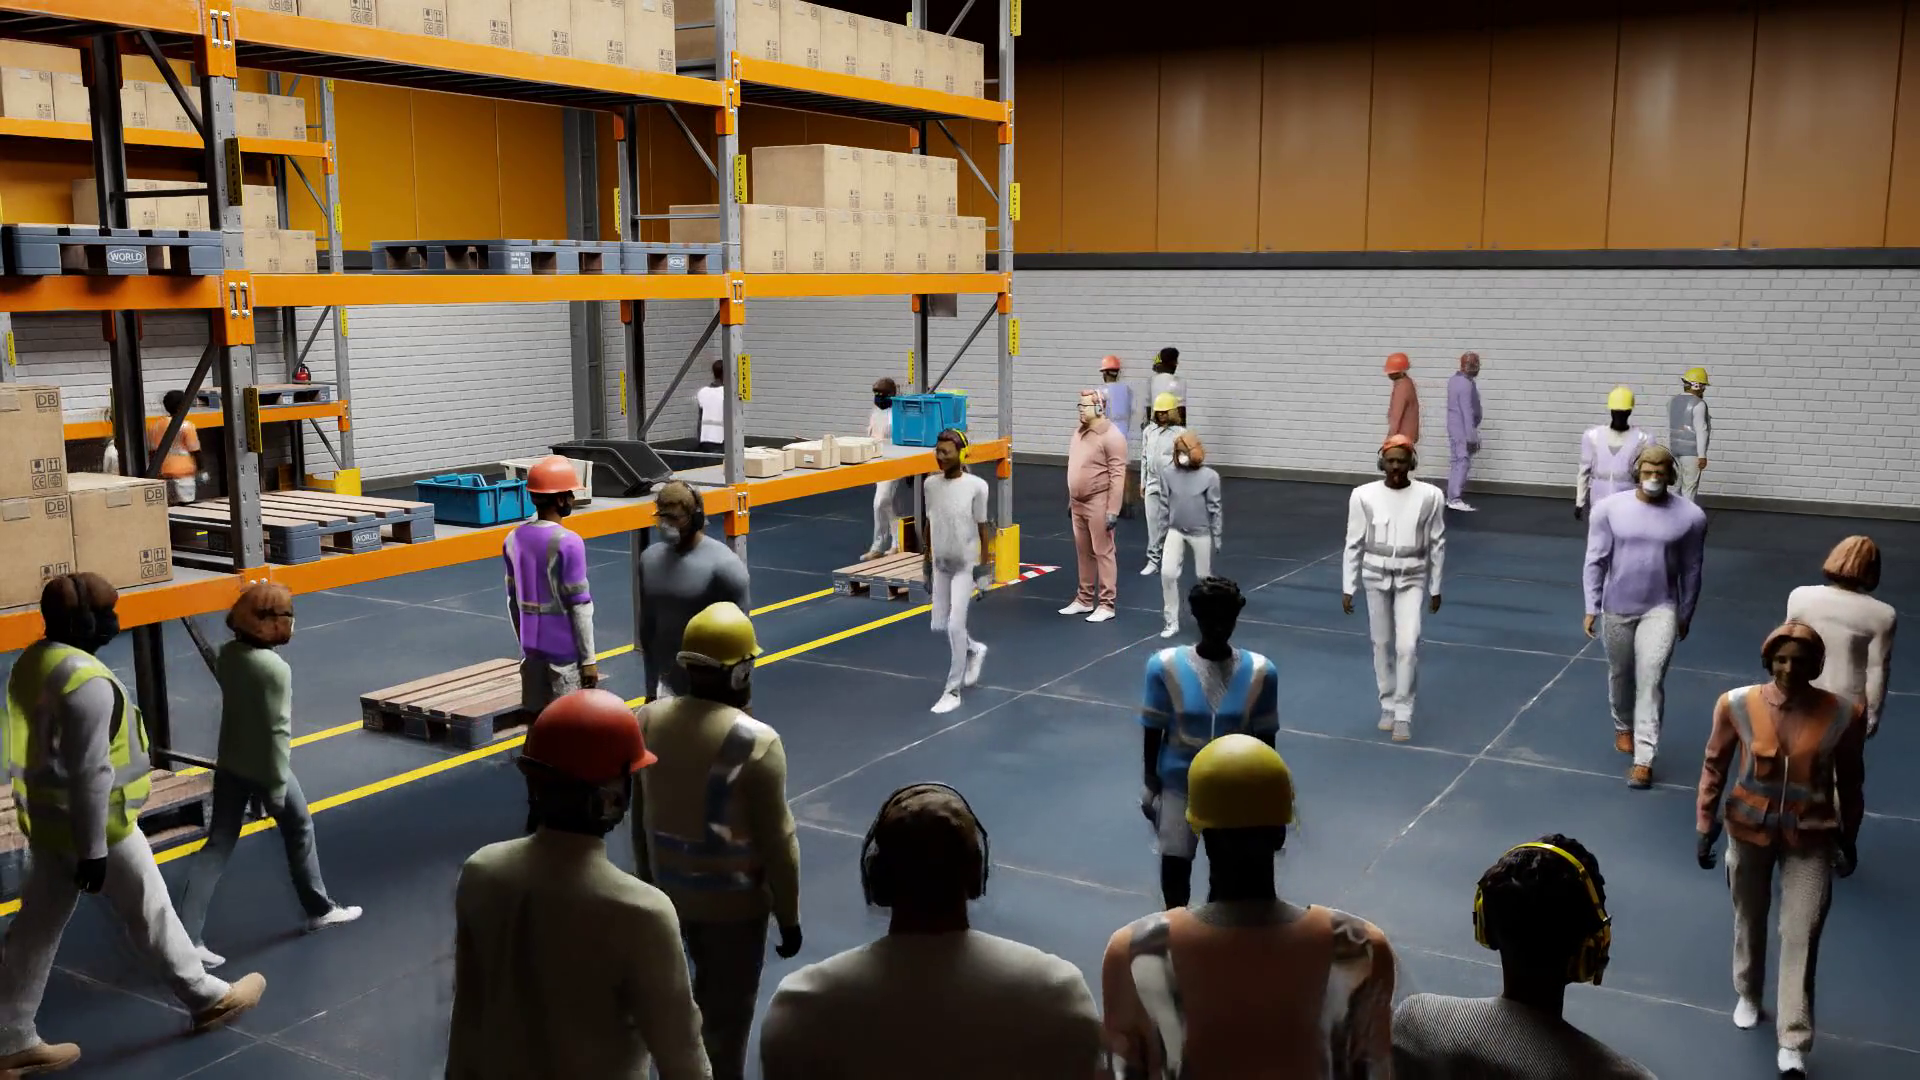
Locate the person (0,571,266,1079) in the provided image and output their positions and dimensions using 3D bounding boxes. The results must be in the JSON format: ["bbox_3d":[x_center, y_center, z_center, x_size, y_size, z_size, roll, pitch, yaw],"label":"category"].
[{"bbox_3d":[-3.086,0.996,5.983,0.651,1.789,0.947,8,12,41],"label":"person"}]

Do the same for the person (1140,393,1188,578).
[{"bbox_3d":[1.900,-0.510,15.566,0.484,1.737,0.319,7,11,36],"label":"person"}]

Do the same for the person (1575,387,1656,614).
[{"bbox_3d":[5.567,-0.361,14.119,0.594,1.902,0.861,6,11,34],"label":"person"}]

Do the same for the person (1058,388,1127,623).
[{"bbox_3d":[1.074,-0.286,13.622,0.403,1.911,0.637,-5,10,-29],"label":"person"}]

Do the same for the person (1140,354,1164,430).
[{"bbox_3d":[2.703,-1.624,22.431,0.546,1.765,0.363,3,10,18],"label":"person"}]

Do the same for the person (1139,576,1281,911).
[{"bbox_3d":[0.970,0.965,6.471,0.550,1.686,0.369,0,9,2],"label":"person"}]

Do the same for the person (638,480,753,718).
[{"bbox_3d":[-1.237,0.685,7.530,0.664,1.925,0.497,7,12,38],"label":"person"}]

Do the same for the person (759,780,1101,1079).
[{"bbox_3d":[-0.037,1.413,3.007,0.648,1.915,0.718,-2,9,-10],"label":"person"}]

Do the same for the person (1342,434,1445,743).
[{"bbox_3d":[2.624,0.298,10.130,0.597,1.853,0.779,3,10,18],"label":"person"}]

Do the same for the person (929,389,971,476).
[{"bbox_3d":[-0.158,-0.642,16.414,0.874,1.719,0.531,5,10,26],"label":"person"}]

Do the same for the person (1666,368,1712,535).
[{"bbox_3d":[7.940,-0.962,18.107,0.403,1.823,0.586,-2,9,-13],"label":"person"}]

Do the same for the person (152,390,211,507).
[{"bbox_3d":[-7.795,-0.668,16.696,0.544,1.680,0.419,5,11,30],"label":"person"}]

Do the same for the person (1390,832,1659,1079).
[{"bbox_3d":[1.006,1.435,2.998,0.532,1.871,0.319,7,12,39],"label":"person"}]

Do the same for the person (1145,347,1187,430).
[{"bbox_3d":[2.541,-1.375,20.265,0.420,1.953,0.638,-9,13,-44],"label":"person"}]

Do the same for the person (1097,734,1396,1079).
[{"bbox_3d":[0.572,1.345,3.426,0.607,1.908,0.456,0,9,3],"label":"person"}]

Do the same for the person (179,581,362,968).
[{"bbox_3d":[-2.924,0.956,6.882,0.495,1.583,0.866,5,11,31],"label":"person"}]

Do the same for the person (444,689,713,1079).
[{"bbox_3d":[-0.829,1.292,3.706,0.642,1.935,1.066,6,11,35],"label":"person"}]

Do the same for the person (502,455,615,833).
[{"bbox_3d":[-2.025,0.539,8.371,0.542,1.939,0.362,6,11,34],"label":"person"}]

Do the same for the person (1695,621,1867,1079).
[{"bbox_3d":[2.935,1.093,5.984,0.544,1.595,0.845,5,10,28],"label":"person"}]

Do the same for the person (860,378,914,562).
[{"bbox_3d":[-0.796,-0.680,16.380,0.780,1.808,0.664,-6,11,-33],"label":"person"}]

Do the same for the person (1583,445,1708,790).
[{"bbox_3d":[3.892,0.387,9.500,0.630,1.898,1.019,4,10,23],"label":"person"}]

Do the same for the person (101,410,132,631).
[{"bbox_3d":[-6.555,-0.166,13.134,0.393,1.832,0.506,-5,10,-28],"label":"person"}]

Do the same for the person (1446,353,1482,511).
[{"bbox_3d":[6.060,-1.293,20.007,0.420,1.890,0.696,0,9,3],"label":"person"}]

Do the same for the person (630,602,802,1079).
[{"bbox_3d":[-0.748,1.097,5.253,0.618,1.821,0.441,6,11,34],"label":"person"}]

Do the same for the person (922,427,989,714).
[{"bbox_3d":[0.008,0.173,10.914,0.505,1.860,0.666,6,11,31],"label":"person"}]

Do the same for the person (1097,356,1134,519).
[{"bbox_3d":[1.743,-1.209,19.477,0.556,1.873,0.999,-5,10,-27],"label":"person"}]

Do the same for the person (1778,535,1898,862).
[{"bbox_3d":[4.112,0.779,7.883,0.513,1.610,0.534,9,13,44],"label":"person"}]

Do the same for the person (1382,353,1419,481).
[{"bbox_3d":[5.099,-1.220,19.370,0.663,1.932,0.694,2,9,15],"label":"person"}]

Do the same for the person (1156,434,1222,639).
[{"bbox_3d":[1.762,-0.020,12.913,0.533,1.597,0.685,4,10,26],"label":"person"}]

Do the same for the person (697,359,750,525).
[{"bbox_3d":[-2.757,-1.119,18.935,0.607,1.879,0.978,7,12,38],"label":"person"}]
